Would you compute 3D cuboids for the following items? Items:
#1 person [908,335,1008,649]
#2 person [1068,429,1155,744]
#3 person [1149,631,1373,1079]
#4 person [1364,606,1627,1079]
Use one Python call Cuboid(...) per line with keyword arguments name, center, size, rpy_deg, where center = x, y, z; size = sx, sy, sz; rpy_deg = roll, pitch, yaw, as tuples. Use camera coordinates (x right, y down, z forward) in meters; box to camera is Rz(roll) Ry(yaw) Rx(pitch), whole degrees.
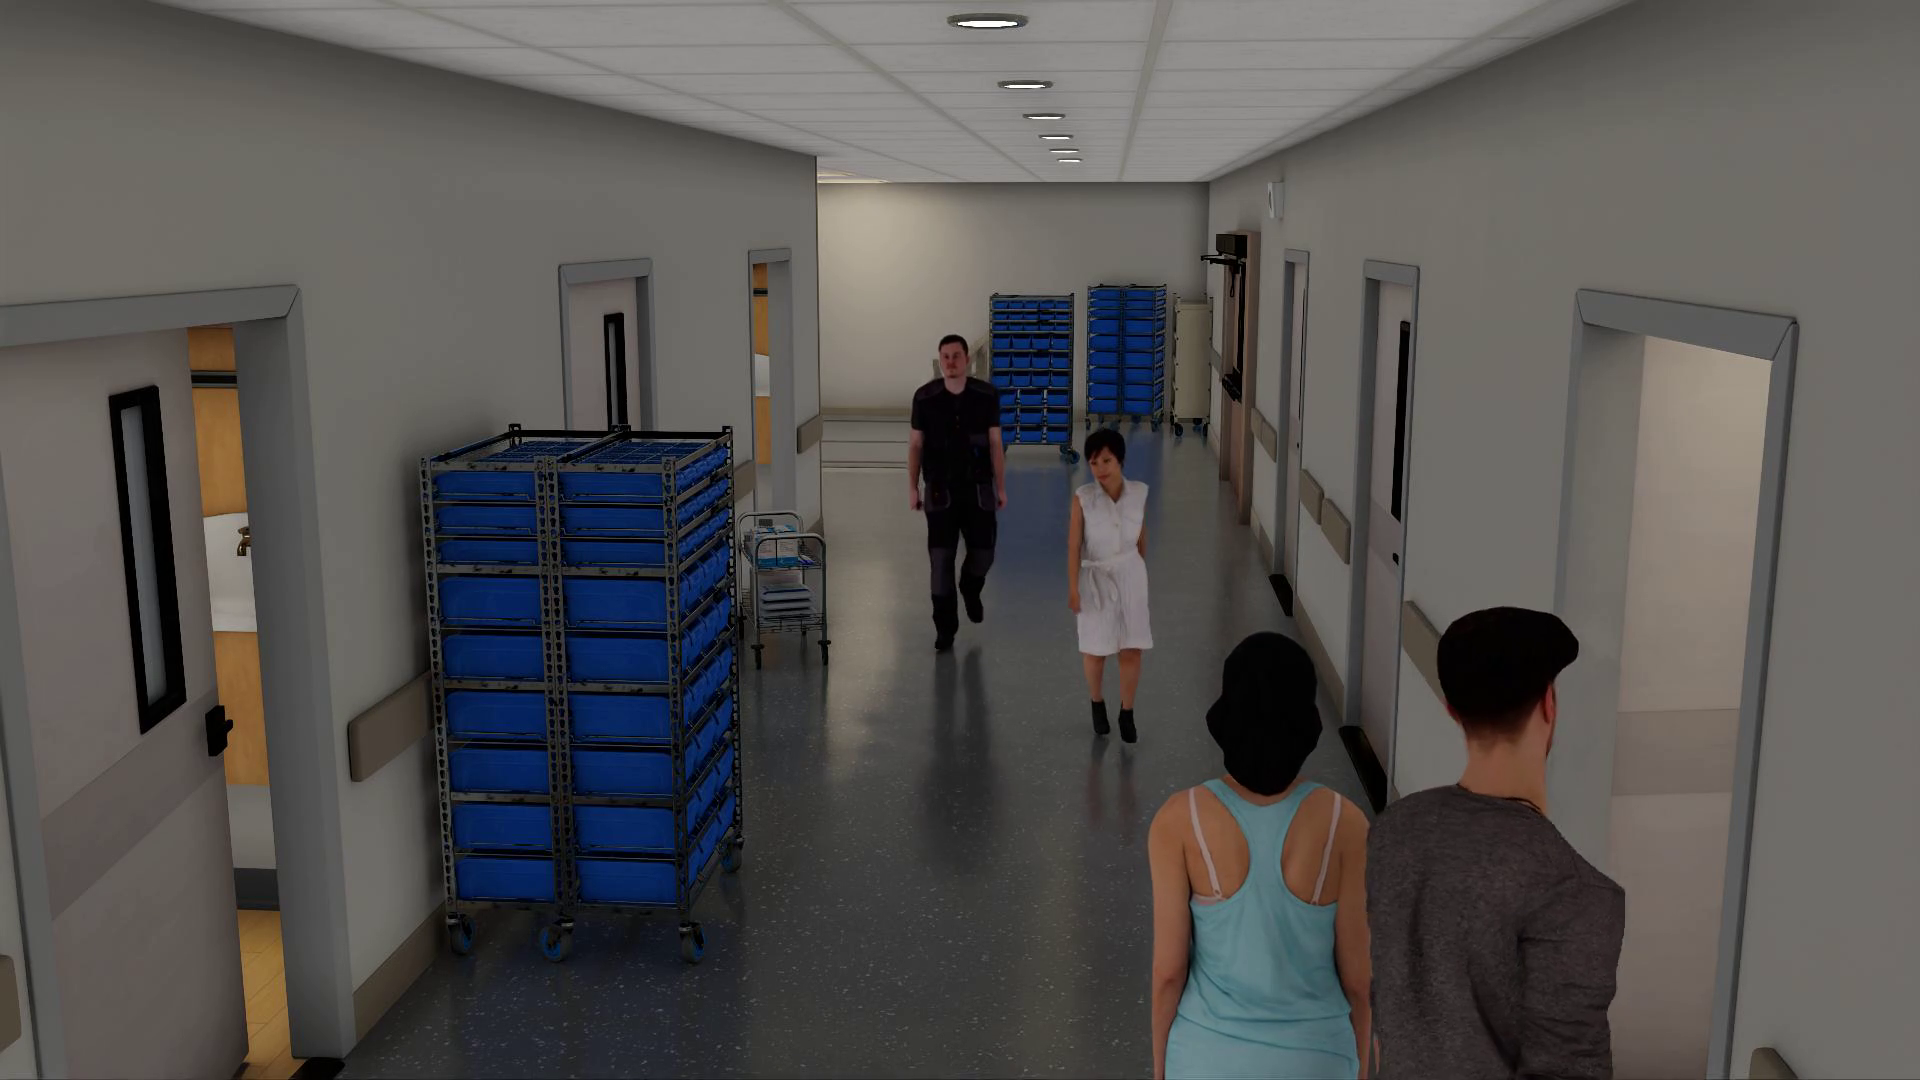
Cuboid(name="person", center=(-0.012, -0.299, 9.899), size=(0.793, 1.835, 0.884), rpy_deg=(0, 11, -1))
Cuboid(name="person", center=(0.721, 0.220, 8.002), size=(0.617, 1.521, 0.713), rpy_deg=(-2, 11, -12))
Cuboid(name="person", center=(0.556, 1.026, 3.099), size=(0.597, 1.765, 0.607), rpy_deg=(2, 11, 10))
Cuboid(name="person", center=(0.784, 1.062, 2.630), size=(0.940, 1.870, 0.861), rpy_deg=(-2, 11, -8))
